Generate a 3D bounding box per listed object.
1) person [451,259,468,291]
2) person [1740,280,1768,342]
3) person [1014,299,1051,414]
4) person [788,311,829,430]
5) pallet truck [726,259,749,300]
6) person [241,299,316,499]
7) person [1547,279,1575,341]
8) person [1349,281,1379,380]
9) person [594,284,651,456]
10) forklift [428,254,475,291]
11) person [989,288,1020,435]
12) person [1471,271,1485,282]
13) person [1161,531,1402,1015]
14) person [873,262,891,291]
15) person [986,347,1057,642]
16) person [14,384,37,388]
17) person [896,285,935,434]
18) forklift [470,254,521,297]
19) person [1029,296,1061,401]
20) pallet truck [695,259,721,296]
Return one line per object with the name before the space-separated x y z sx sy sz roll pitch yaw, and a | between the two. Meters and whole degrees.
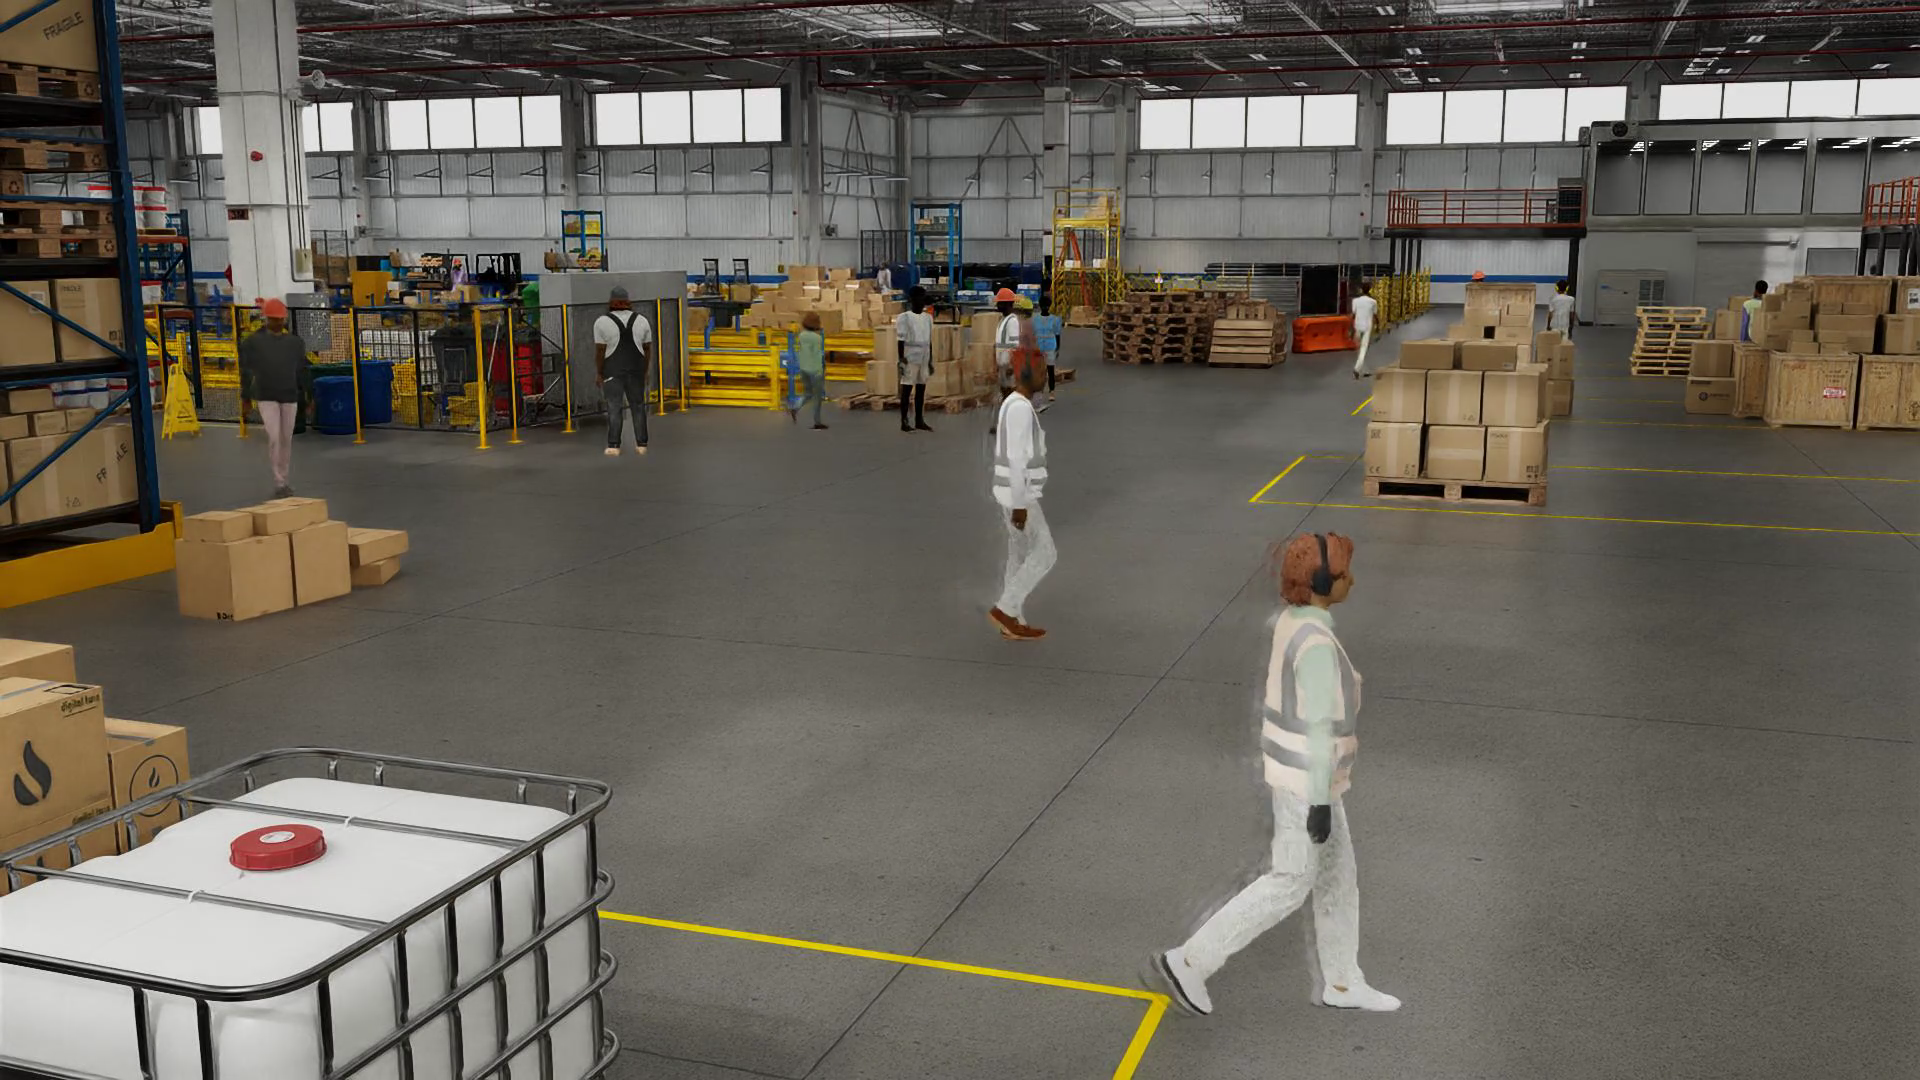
person | -16.506 -8.228 54.766 0.607 2.044 0.379 0 10 1
person | 13.187 -3.319 27.480 0.600 1.915 0.376 1 10 3
person | 0.981 -2.647 24.237 0.908 1.713 0.551 -5 11 -28
person | -2.039 -2.276 22.441 0.503 1.614 0.512 -8 13 -39
pallet truck | -7.986 -9.493 62.019 0.823 1.965 1.885 3 11 17
person | -6.666 -1.380 16.401 0.654 1.964 0.836 -10 14 -44
person | 11.224 -3.942 31.135 0.533 1.864 0.311 0 10 -1
person | 7.529 -3.902 31.015 0.532 1.836 0.921 8 13 37
person | -4.049 -2.028 19.857 0.680 2.000 0.536 -5 11 -28
forklift | -20.133 -10.254 65.465 1.157 1.987 2.680 3 11 19
person | 0.600 -2.339 21.898 0.355 1.938 0.545 -3 10 -14
person | 11.558 -5.034 37.122 0.398 1.928 0.541 4 11 21
person | 1.049 0.766 5.329 0.739 1.614 0.522 1 10 5
person | -2.941 -9.499 62.466 0.993 1.857 0.665 -8 13 -37
person | 0.414 -0.266 10.408 0.411 1.867 0.612 0 10 0
person | -11.975 -2.127 21.213 0.514 1.746 0.561 5 11 25
person | -0.583 -2.408 22.205 0.608 1.965 0.369 -9 14 -42
forklift | -17.990 -10.121 64.684 1.157 1.987 2.680 3 11 17
person | 1.355 -3.063 26.684 0.536 1.693 0.320 1 10 6
pallet truck | -9.165 -9.627 62.776 0.823 1.965 1.885 4 11 23
